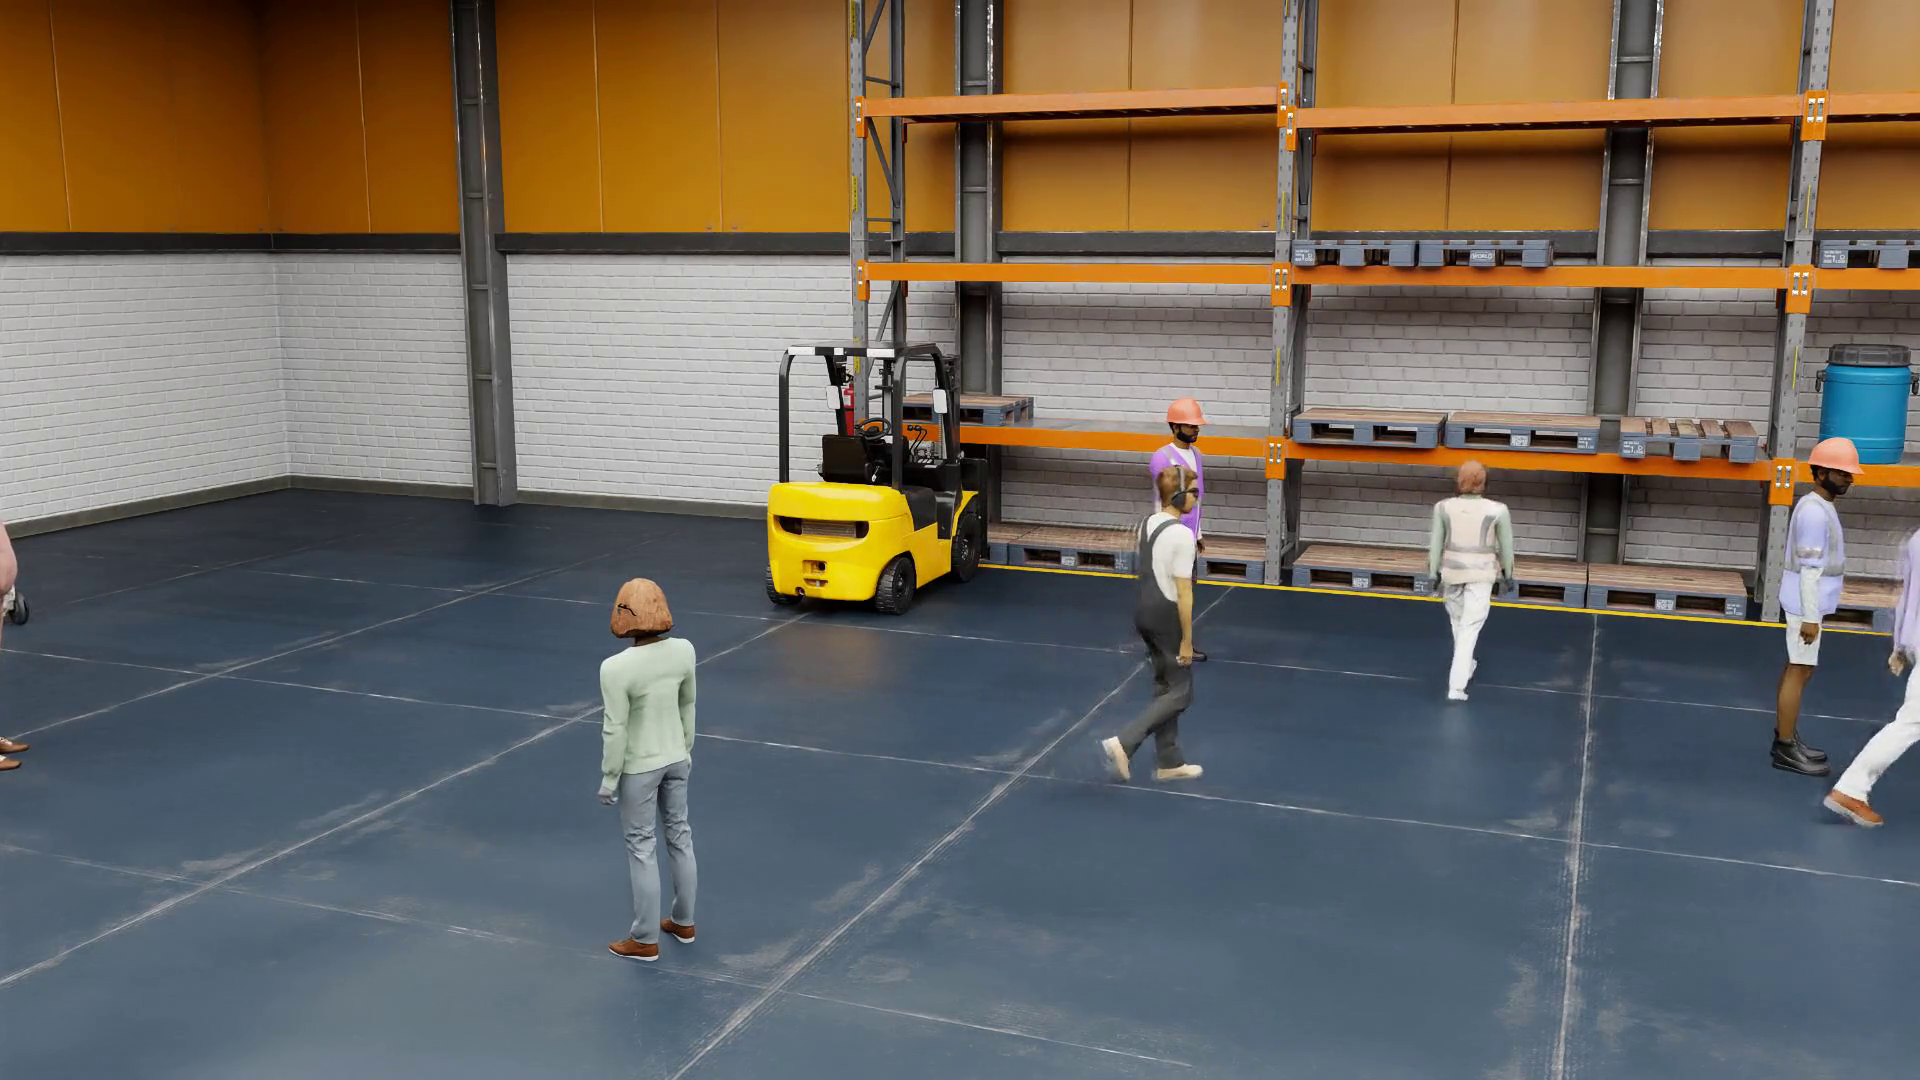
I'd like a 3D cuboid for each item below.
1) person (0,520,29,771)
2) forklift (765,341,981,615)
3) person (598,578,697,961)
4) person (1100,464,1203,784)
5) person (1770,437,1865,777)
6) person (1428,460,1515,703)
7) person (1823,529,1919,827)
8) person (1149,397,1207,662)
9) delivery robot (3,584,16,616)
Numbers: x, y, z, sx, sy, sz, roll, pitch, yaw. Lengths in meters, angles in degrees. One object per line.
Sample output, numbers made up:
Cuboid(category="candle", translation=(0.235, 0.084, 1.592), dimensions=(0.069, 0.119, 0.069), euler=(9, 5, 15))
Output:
Cuboid(category="person", translation=(-5.662, 0.373, 9.626), dimensions=(0.399, 1.904, 0.644), euler=(-4, 11, -20))
Cuboid(category="forklift", translation=(-0.739, -0.602, 14.246), dimensions=(1.214, 2.155, 2.313), euler=(4, 11, 21))
Cuboid(category="person", translation=(-1.321, 0.967, 7.066), dimensions=(0.285, 1.633, 0.498), euler=(8, 13, 37))
Cuboid(category="person", translation=(1.076, 0.493, 9.207), dimensions=(0.635, 1.827, 0.509), euler=(-4, 11, -22))
Cuboid(category="person", translation=(4.911, 0.371, 9.549), dimensions=(0.376, 1.934, 0.547), euler=(5, 11, 27))
Cuboid(category="person", translation=(3.429, 0.259, 11.151), dimensions=(0.528, 1.582, 0.905), euler=(7, 12, 35))
Cuboid(category="person", translation=(5.039, 0.572, 8.609), dimensions=(1.061, 1.886, 0.633), euler=(1, 10, 4))
Cuboid(category="person", translation=(1.584, -0.052, 11.896), dimensions=(0.357, 1.938, 0.545), euler=(8, 13, 37))
Cuboid(category="delivery robot", translation=(-7.786, 0.365, 13.146), dimensions=(0.707, 0.478, 0.477), euler=(7, 13, 38))
